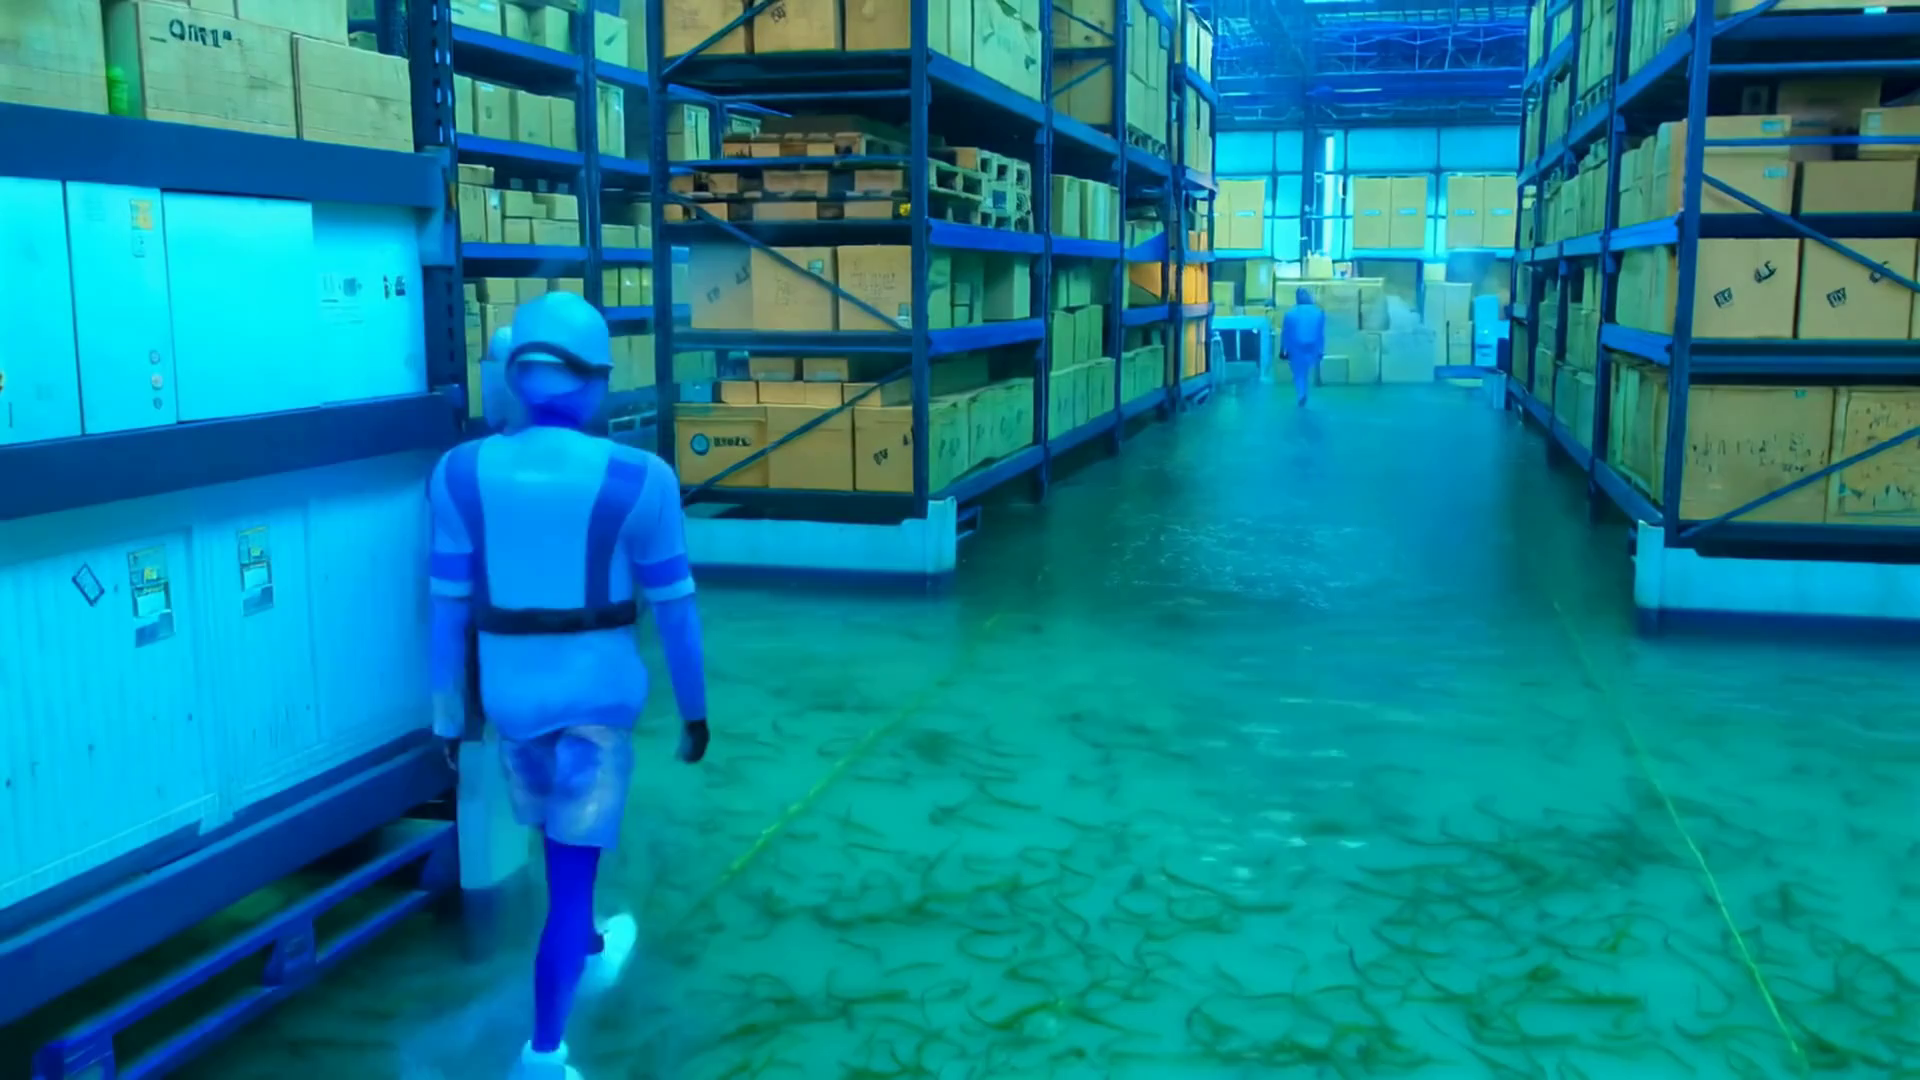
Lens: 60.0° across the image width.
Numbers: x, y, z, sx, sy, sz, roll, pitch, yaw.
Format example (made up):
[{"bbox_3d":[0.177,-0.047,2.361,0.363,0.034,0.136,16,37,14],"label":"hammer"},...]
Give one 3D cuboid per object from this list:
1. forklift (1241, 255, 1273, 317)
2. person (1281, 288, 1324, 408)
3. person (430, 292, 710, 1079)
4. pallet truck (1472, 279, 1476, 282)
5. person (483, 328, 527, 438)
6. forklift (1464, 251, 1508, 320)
[{"bbox_3d":[10.551,-8.662,58.805,1.129,2.768,1.873,2,9,15],"label":"forklift"},{"bbox_3d":[5.391,-3.012,26.124,0.655,1.877,0.891,-1,9,-5],"label":"person"},{"bbox_3d":[-0.965,0.380,4.192,0.636,1.981,1.070,1,9,6],"label":"person"},{"bbox_3d":[18.896,-8.459,60.307,1.885,1.965,0.823,5,10,31],"label":"pallet truck"},{"bbox_3d":[-3.604,-0.875,13.278,0.283,1.633,0.499,2,9,15],"label":"person"},{"bbox_3d":[15.702,-7.331,50.346,1.129,2.768,1.873,-2,9,-12],"label":"forklift"}]
